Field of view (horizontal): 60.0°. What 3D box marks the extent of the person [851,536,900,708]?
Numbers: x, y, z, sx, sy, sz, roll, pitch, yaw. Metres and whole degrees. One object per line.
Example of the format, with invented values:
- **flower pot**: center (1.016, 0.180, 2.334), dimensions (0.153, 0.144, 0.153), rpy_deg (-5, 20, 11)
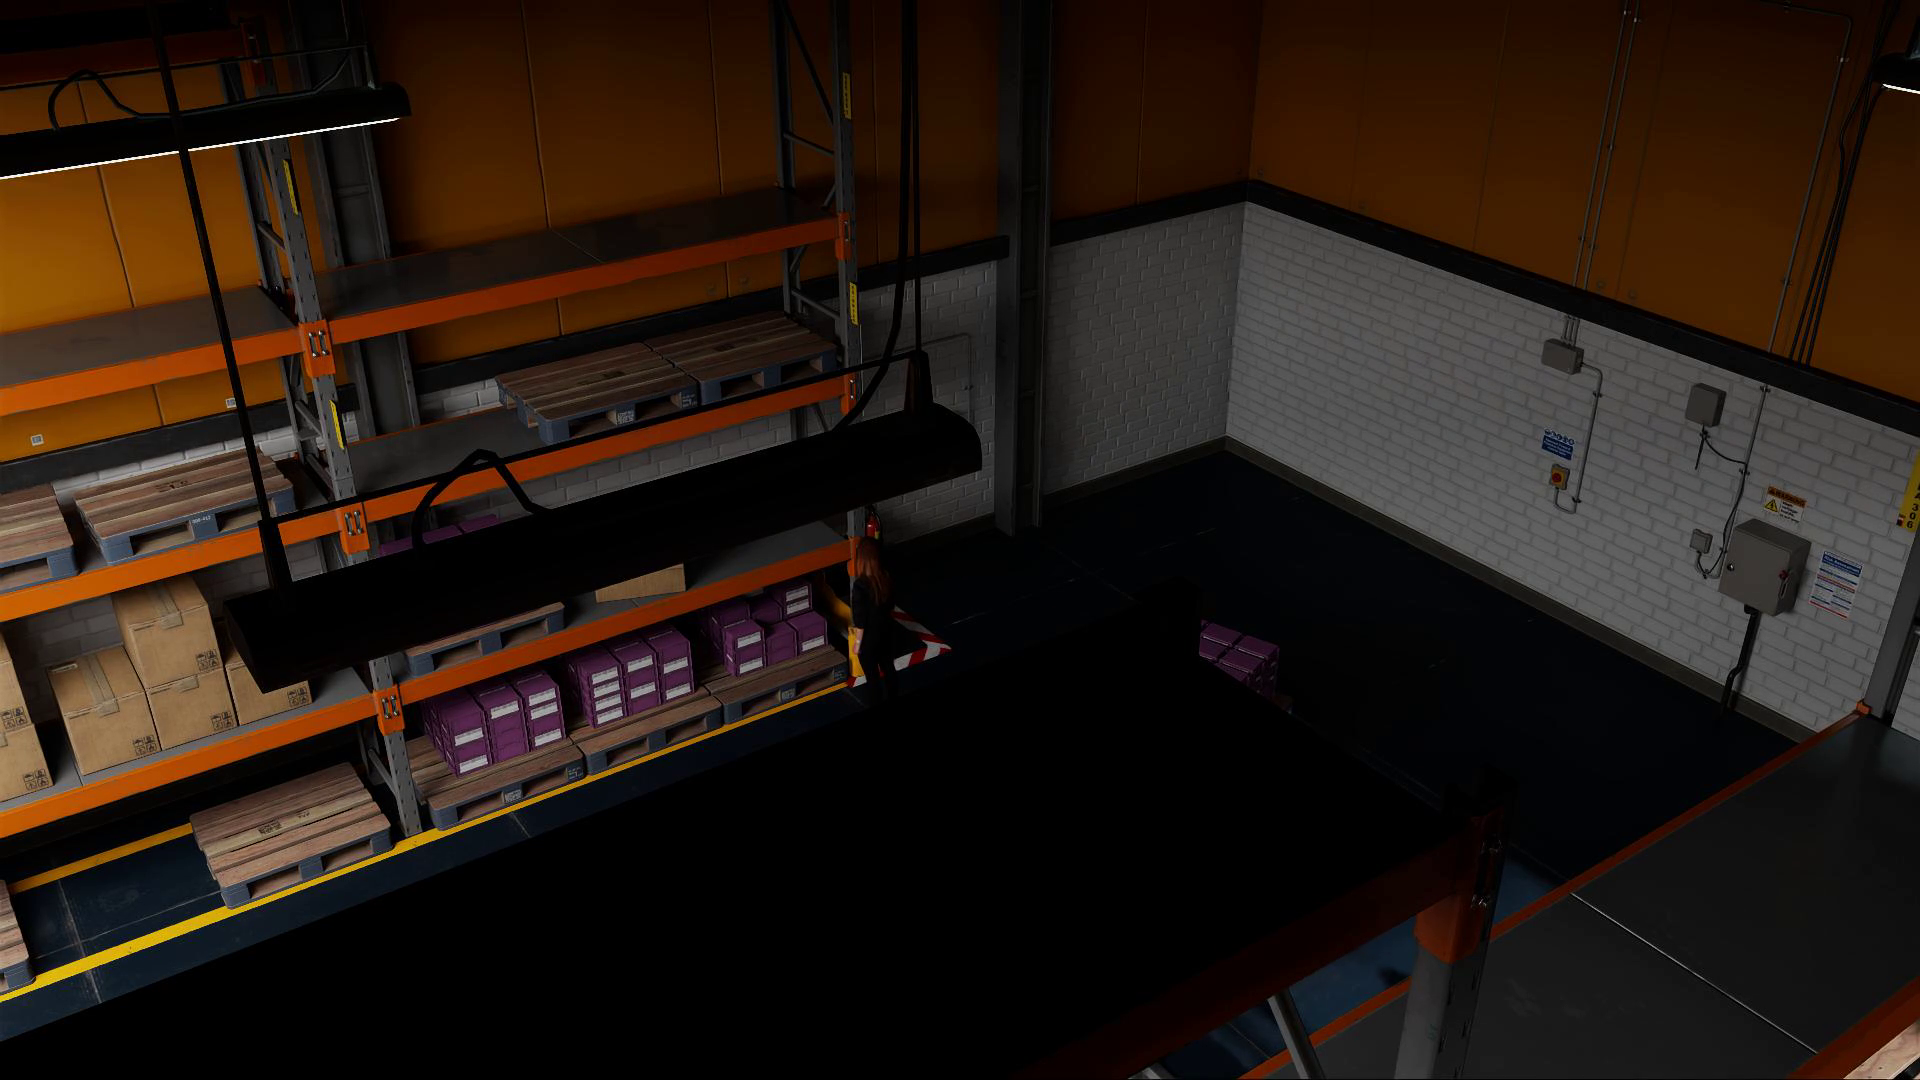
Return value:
- **person**: center (-0.684, 0.750, 13.471), dimensions (0.727, 1.710, 0.563), rpy_deg (21, 35, 34)
